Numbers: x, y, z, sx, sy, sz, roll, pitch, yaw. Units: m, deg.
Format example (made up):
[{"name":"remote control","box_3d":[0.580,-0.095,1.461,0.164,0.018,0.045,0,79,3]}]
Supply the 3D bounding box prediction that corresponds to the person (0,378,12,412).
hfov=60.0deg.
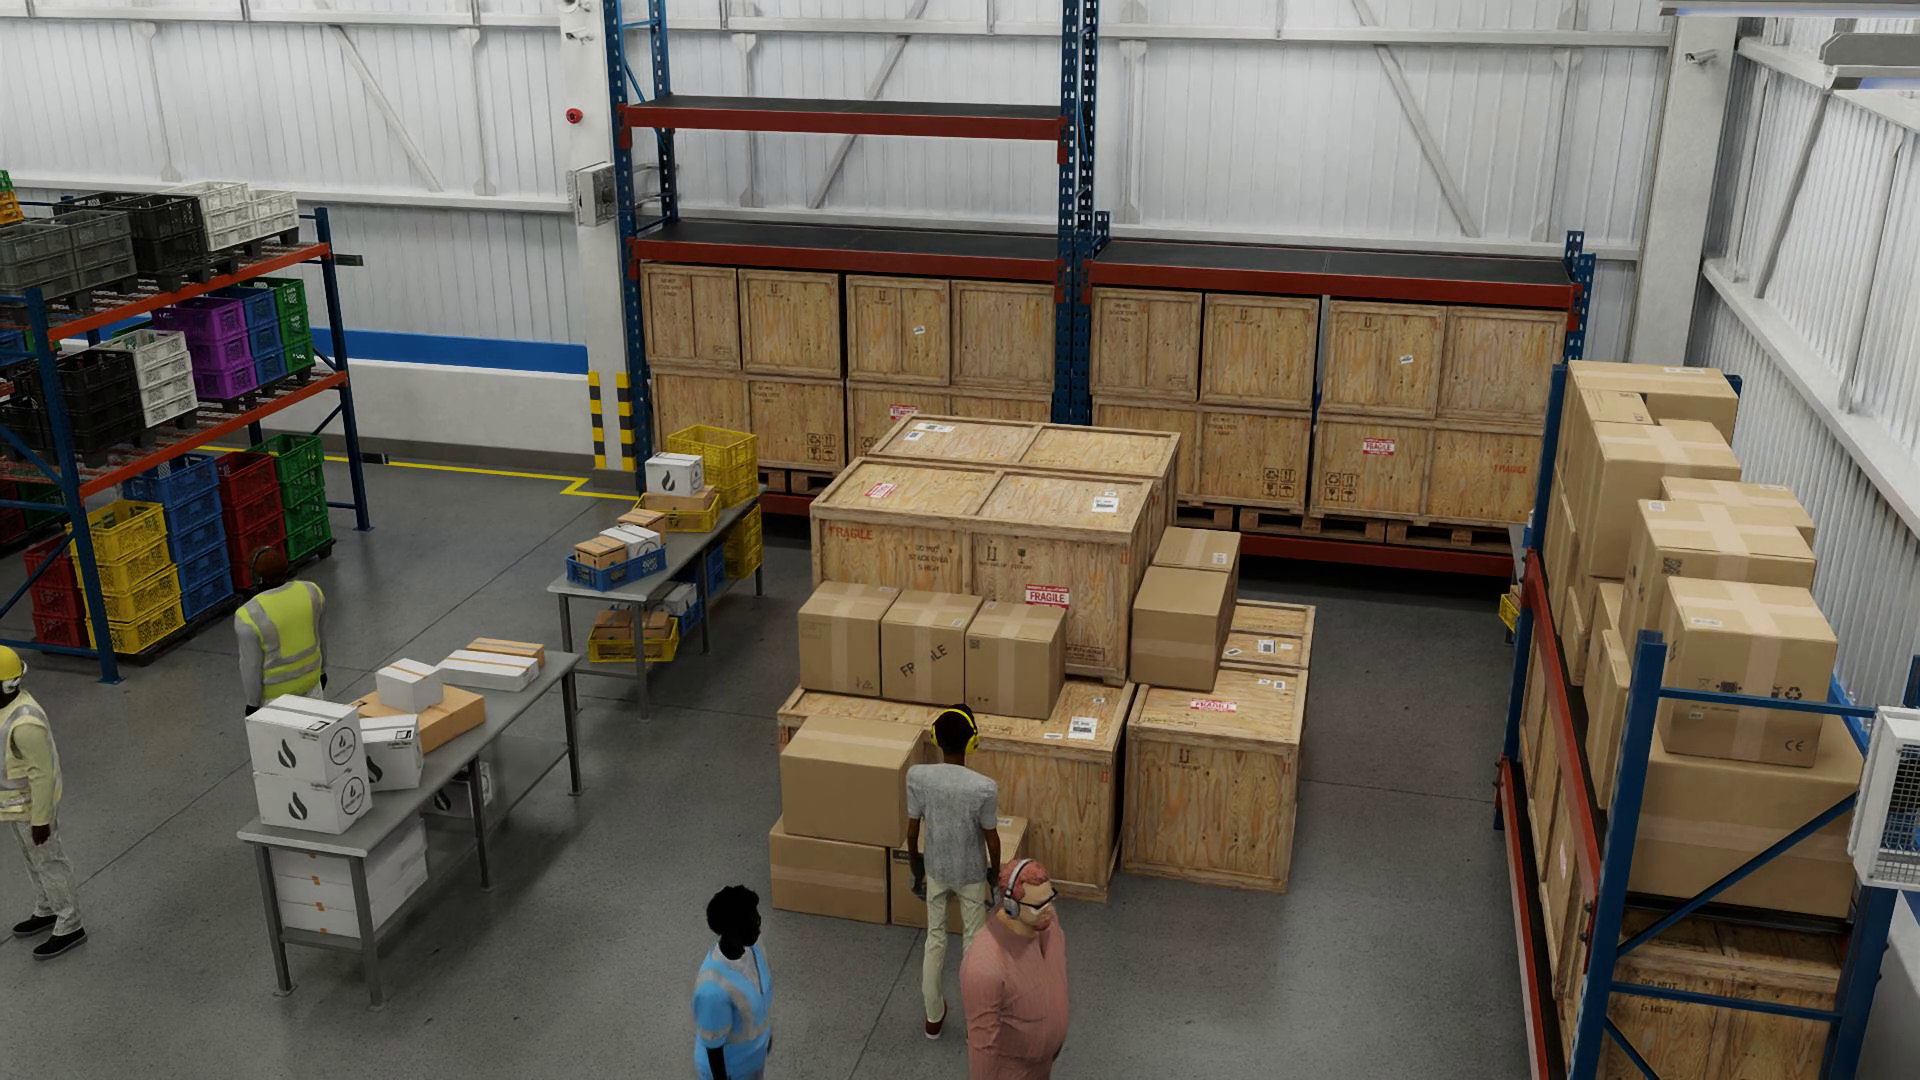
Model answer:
[{"name":"person","box_3d":[-10.587,-2.126,18.348,0.340,1.876,0.576,-11,24,-27]}]

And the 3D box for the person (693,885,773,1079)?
[{"name":"person","box_3d":[-0.969,2.232,7.189,0.321,1.691,0.551,5,21,12]}]

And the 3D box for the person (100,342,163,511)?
[{"name":"person","box_3d":[-7.441,-0.829,14.873,0.639,1.936,0.426,4,21,11]}]

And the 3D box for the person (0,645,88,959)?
[{"name":"person","box_3d":[-5.143,1.416,9.124,0.404,1.836,0.599,-19,28,-41]}]

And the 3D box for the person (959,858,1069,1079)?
[{"name":"person","box_3d":[0.261,2.182,7.024,0.399,1.909,0.642,12,24,28]}]

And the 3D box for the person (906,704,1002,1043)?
[{"name":"person","box_3d":[-0.015,1.685,8.384,0.507,1.867,0.329,6,22,16]}]

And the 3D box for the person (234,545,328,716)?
[{"name":"person","box_3d":[-4.244,0.902,10.463,0.429,1.844,0.627,11,24,27]}]
